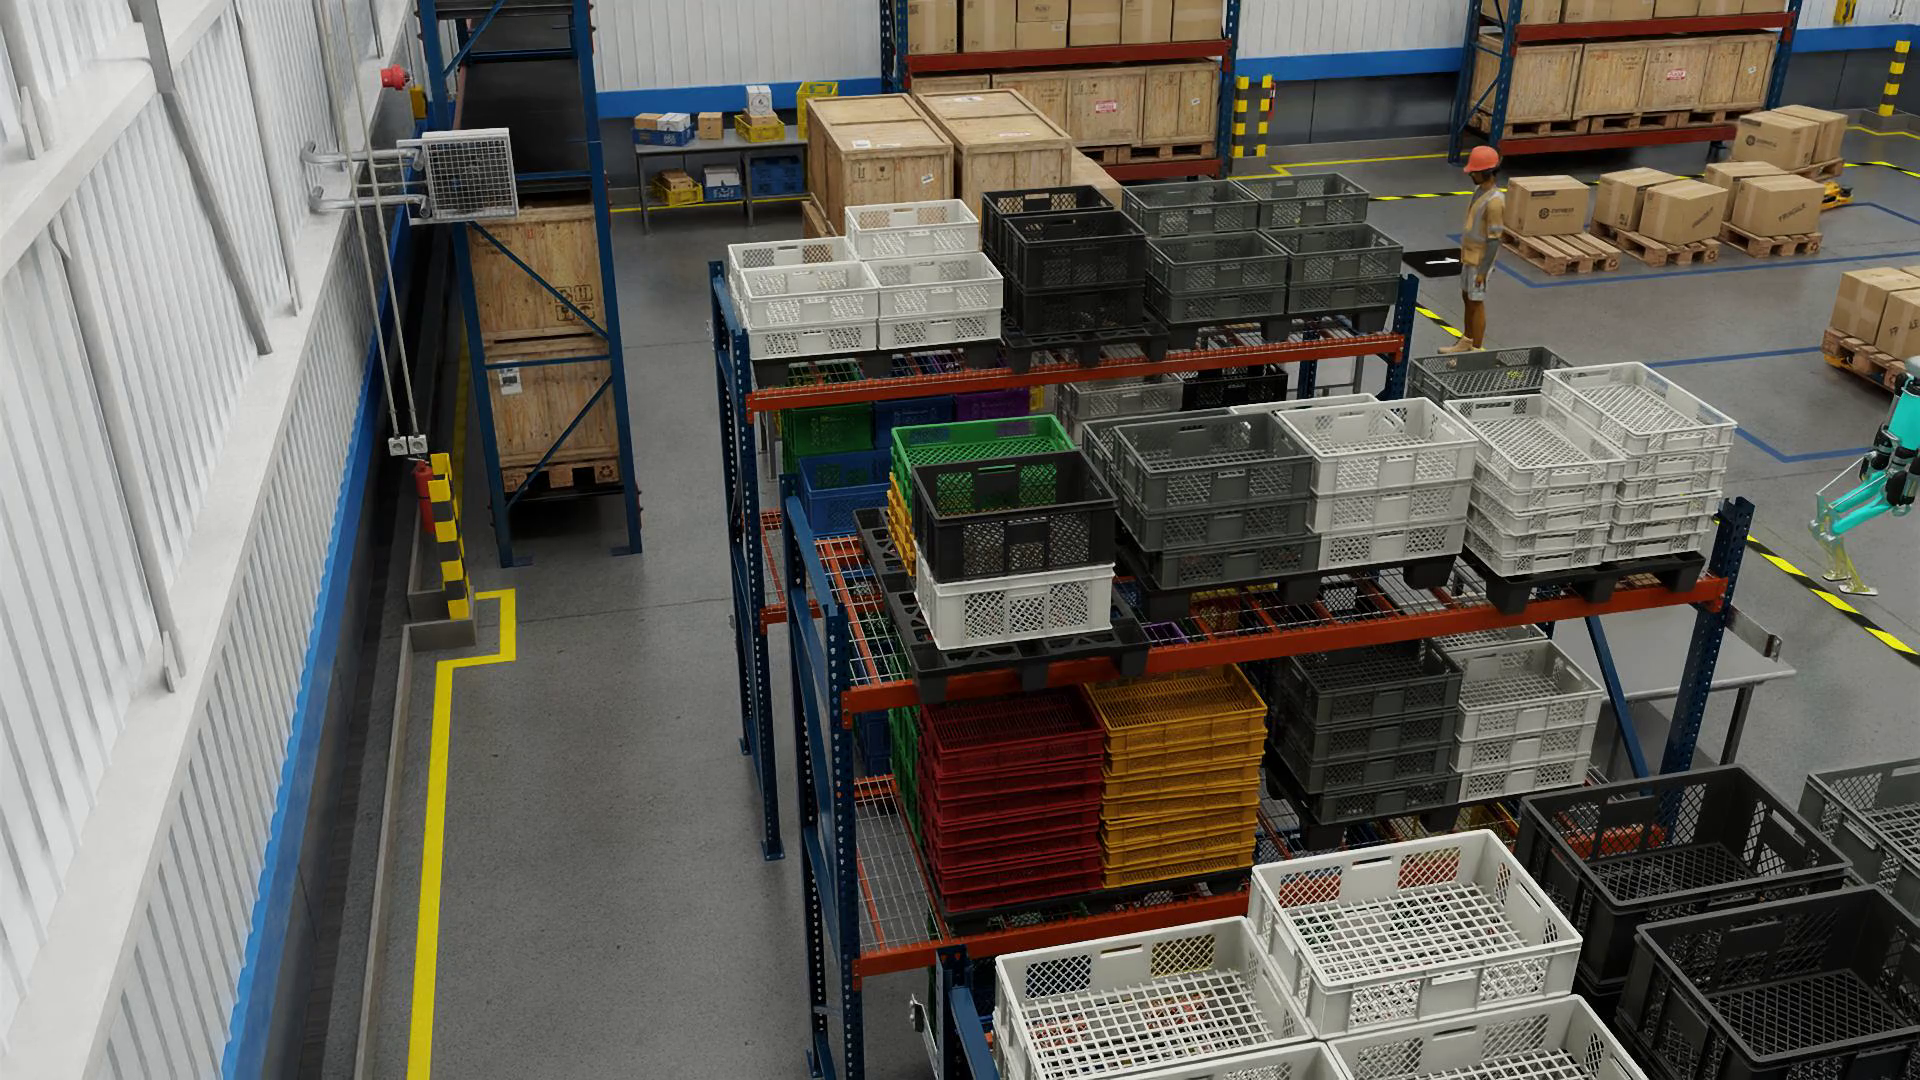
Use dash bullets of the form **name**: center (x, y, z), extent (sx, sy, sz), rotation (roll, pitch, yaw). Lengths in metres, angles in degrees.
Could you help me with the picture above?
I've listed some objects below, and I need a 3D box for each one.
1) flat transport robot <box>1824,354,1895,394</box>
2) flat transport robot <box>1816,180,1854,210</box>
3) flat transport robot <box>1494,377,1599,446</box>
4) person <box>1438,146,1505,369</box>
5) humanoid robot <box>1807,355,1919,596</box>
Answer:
- **flat transport robot**: center (8.473, -1.467, 14.800), extent (0.652, 0.197, 1.431), rotation (-6, 28, -12)
- **flat transport robot**: center (10.003, -4.316, 20.205), extent (0.652, 0.197, 1.431), rotation (-18, 33, -30)
- **flat transport robot**: center (4.780, -1.036, 14.013), extent (0.659, 0.231, 1.431), rotation (-6, 28, -12)
- **person**: center (4.615, -2.530, 14.959), extent (0.400, 2.028, 0.612), rotation (1, 28, 1)
- **humanoid robot**: center (6.062, -0.430, 11.138), extent (0.735, 1.681, 0.533), rotation (-1, 28, -2)
